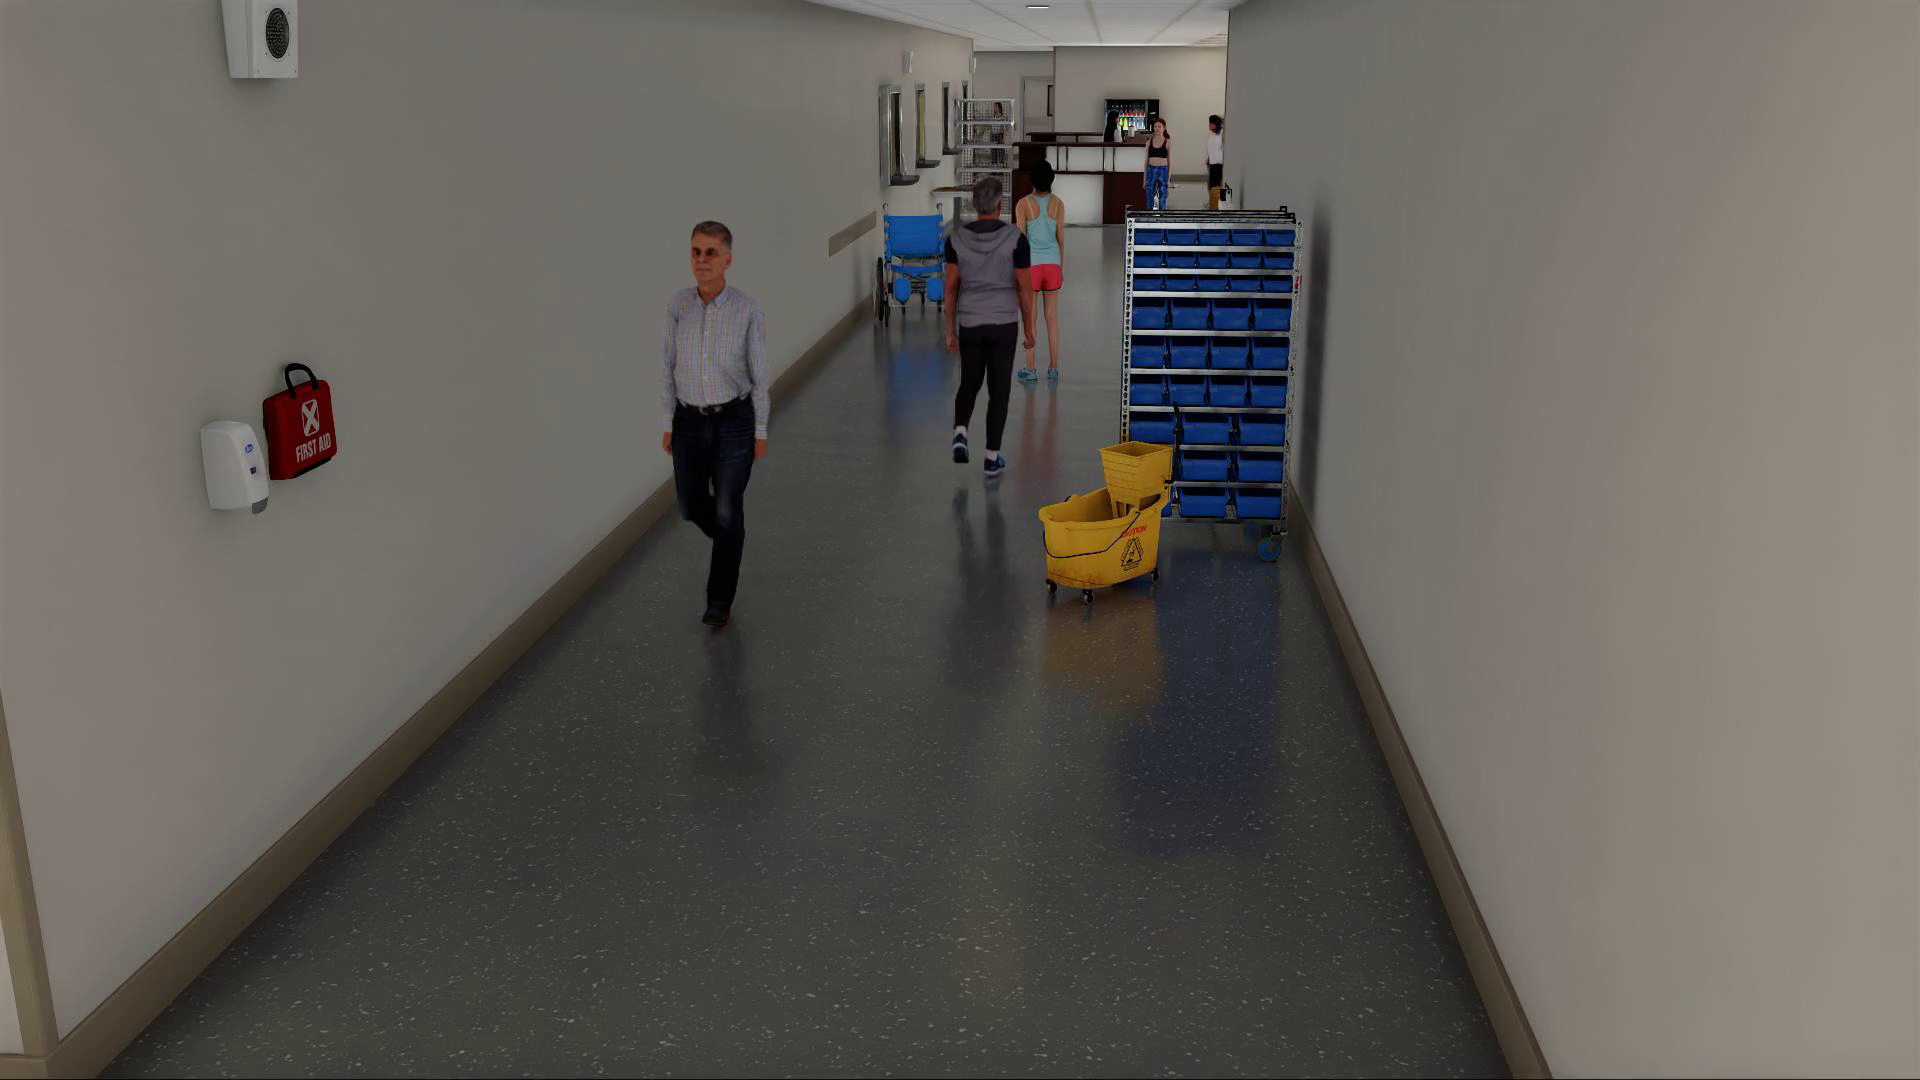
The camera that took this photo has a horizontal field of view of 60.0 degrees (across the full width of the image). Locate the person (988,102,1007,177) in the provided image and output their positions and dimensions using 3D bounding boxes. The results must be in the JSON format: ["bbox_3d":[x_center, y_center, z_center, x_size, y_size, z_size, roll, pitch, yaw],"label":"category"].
[{"bbox_3d":[0.911,-9.599,39.839,0.635,1.732,0.741,11,19,35],"label":"person"}]

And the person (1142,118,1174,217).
[{"bbox_3d":[2.874,-5.222,24.217,0.590,1.784,0.690,5,17,18],"label":"person"}]

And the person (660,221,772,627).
[{"bbox_3d":[-1.098,-0.544,7.579,0.889,1.809,0.769,3,16,10],"label":"person"}]

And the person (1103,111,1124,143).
[{"bbox_3d":[2.543,-6.284,27.943,0.707,1.807,0.683,-10,18,-31],"label":"person"}]

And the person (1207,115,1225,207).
[{"bbox_3d":[4.782,-6.947,30.542,0.821,1.673,0.979,-8,18,-26],"label":"person"}]

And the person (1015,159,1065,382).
[{"bbox_3d":[0.643,-2.187,13.489,0.610,1.764,0.734,-4,16,-14],"label":"person"}]

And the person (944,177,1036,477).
[{"bbox_3d":[0.151,-1.271,10.144,0.739,1.816,0.830,4,16,15],"label":"person"}]
